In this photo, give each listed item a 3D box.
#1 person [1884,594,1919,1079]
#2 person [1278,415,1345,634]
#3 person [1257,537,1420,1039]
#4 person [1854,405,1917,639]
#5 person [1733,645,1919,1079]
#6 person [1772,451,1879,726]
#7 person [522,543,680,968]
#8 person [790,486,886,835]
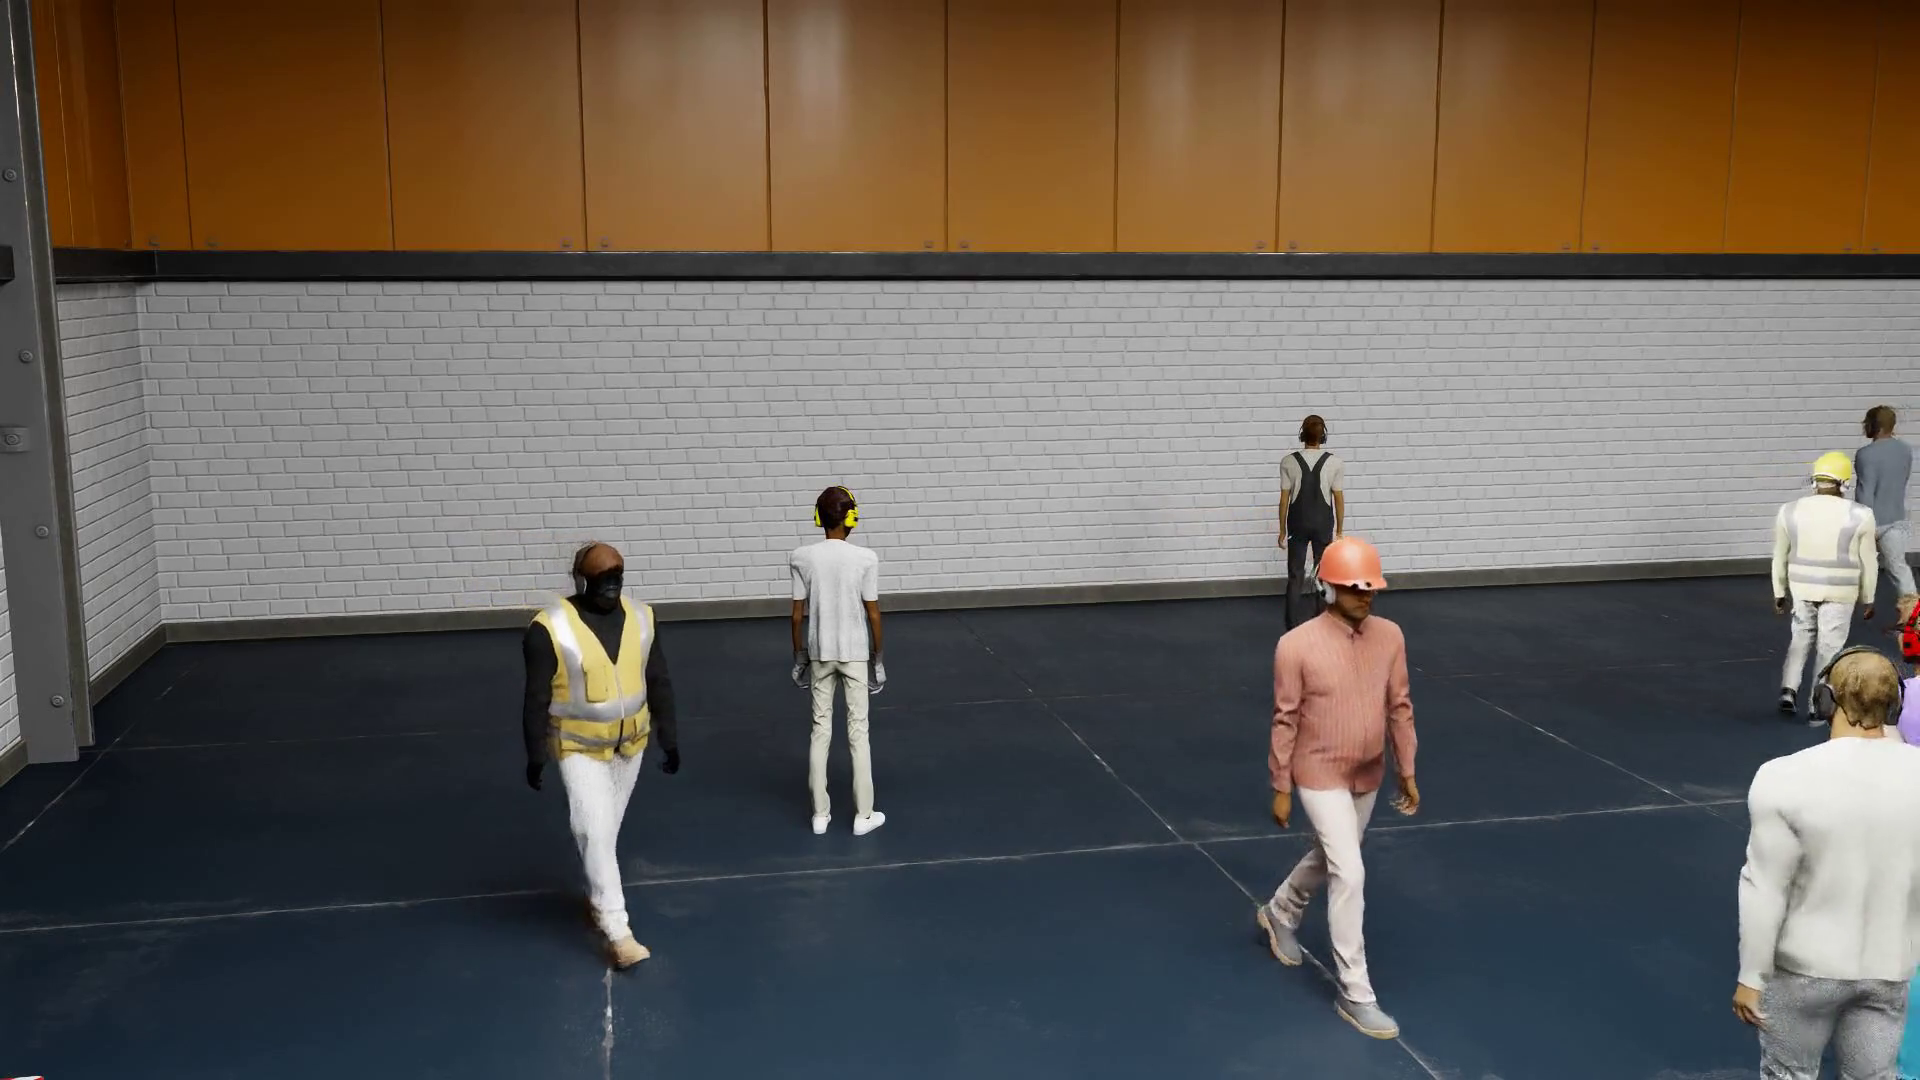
[{"bbox_3d":[3.489,1.106,6.057,0.579,1.842,0.418,-4,10,-22],"label":"person"},{"bbox_3d":[2.790,-0.075,13.226,0.514,1.845,0.338,2,10,13],"label":"person"},{"bbox_3d":[1.523,0.924,6.822,0.640,1.947,0.989,-5,10,-26],"label":"person"},{"bbox_3d":[7.463,-0.159,13.613,0.648,1.882,1.048,-4,10,-25],"label":"person"},{"bbox_3d":[2.626,1.272,4.838,0.662,1.912,0.728,0,9,0],"label":"person"},{"bbox_3d":[5.660,0.324,10.877,0.421,1.817,0.600,-9,13,-43],"label":"person"},{"bbox_3d":[-1.492,0.924,7.238,0.660,1.806,0.874,-8,12,-41],"label":"person"},{"bbox_3d":[-0.647,0.639,8.822,0.521,1.865,0.328,2,9,9],"label":"person"}]
